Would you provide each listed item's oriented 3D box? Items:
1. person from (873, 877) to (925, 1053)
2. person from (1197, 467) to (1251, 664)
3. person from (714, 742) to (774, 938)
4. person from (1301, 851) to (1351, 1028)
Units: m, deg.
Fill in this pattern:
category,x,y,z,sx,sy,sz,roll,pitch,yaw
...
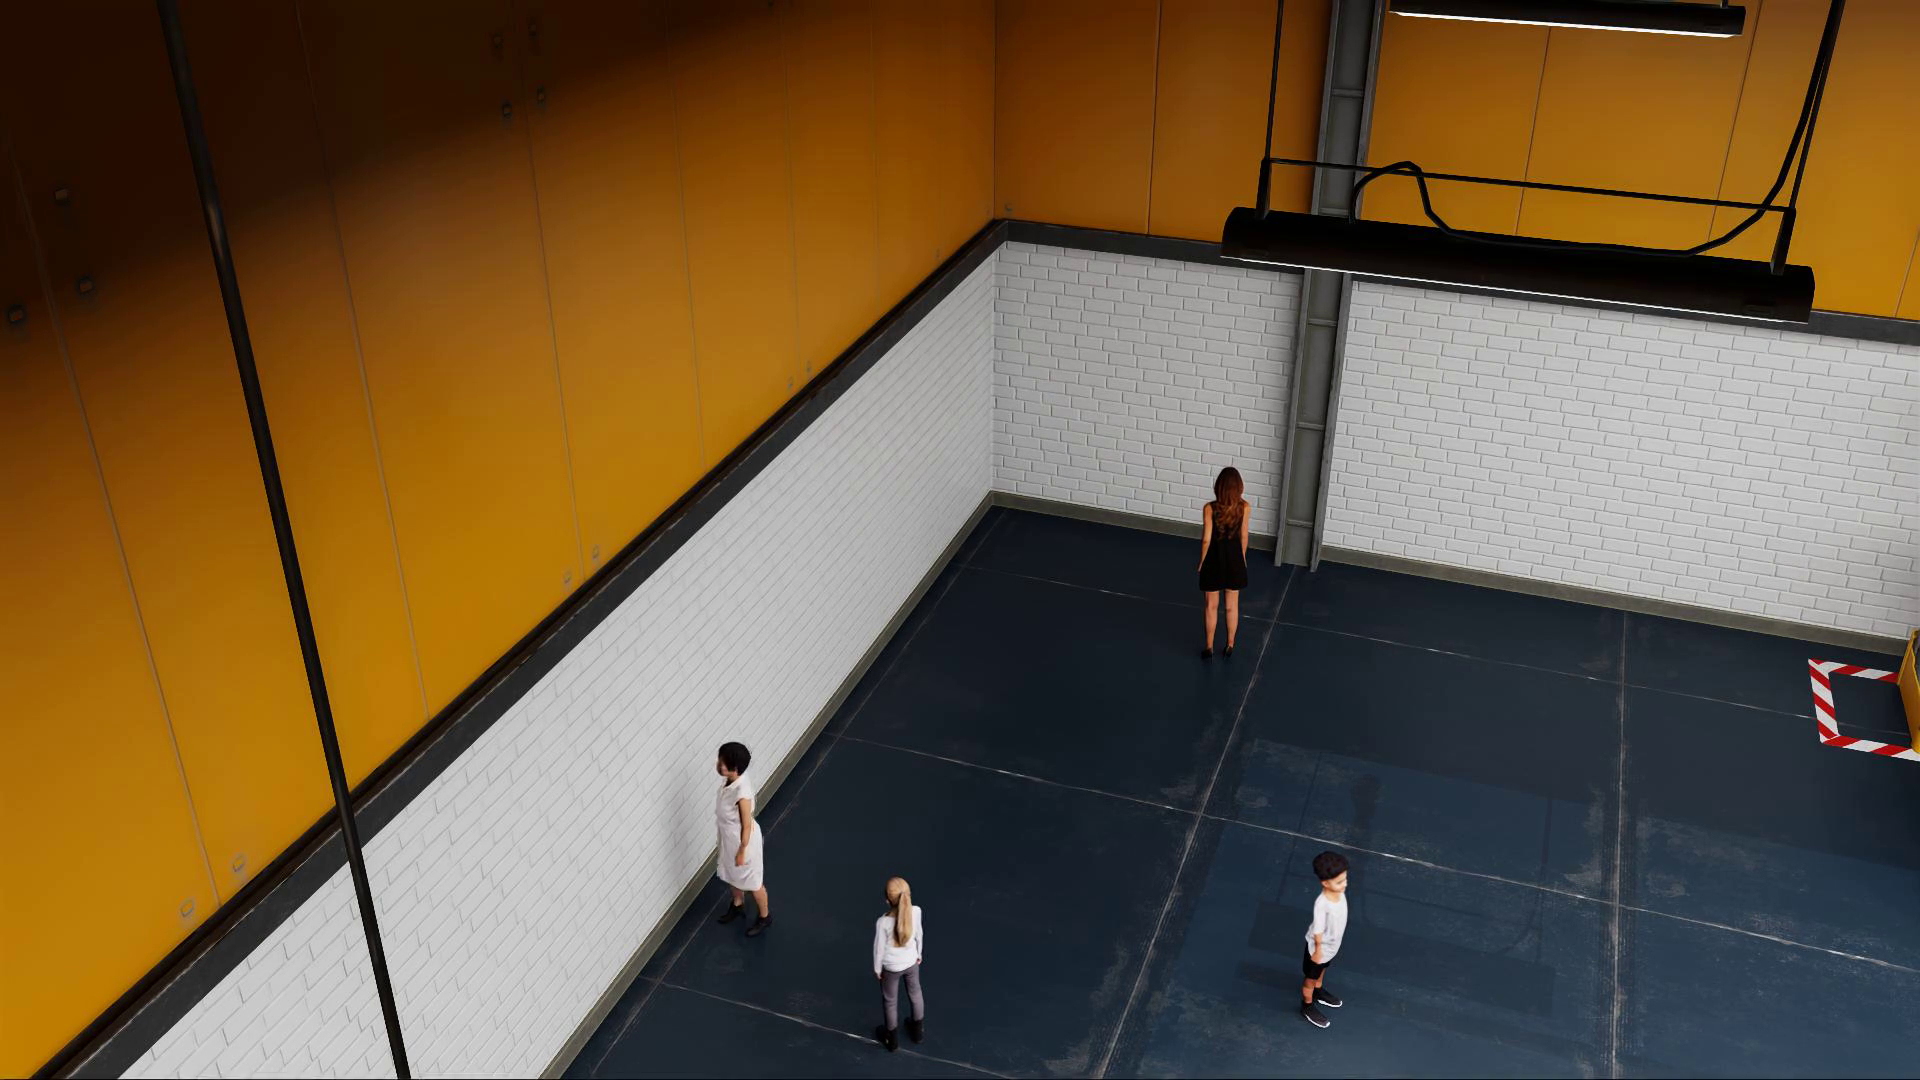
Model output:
category,x,y,z,sx,sy,sz,roll,pitch,yaw
person,-0.374,2.633,10.345,0.566,1.276,0.621,-14,32,-24
person,2.236,0.218,14.188,0.600,1.834,0.719,-3,29,-5
person,-1.464,2.007,11.202,0.732,1.554,0.675,-10,30,-18
person,2.316,2.506,10.591,0.558,1.262,0.536,18,33,29
